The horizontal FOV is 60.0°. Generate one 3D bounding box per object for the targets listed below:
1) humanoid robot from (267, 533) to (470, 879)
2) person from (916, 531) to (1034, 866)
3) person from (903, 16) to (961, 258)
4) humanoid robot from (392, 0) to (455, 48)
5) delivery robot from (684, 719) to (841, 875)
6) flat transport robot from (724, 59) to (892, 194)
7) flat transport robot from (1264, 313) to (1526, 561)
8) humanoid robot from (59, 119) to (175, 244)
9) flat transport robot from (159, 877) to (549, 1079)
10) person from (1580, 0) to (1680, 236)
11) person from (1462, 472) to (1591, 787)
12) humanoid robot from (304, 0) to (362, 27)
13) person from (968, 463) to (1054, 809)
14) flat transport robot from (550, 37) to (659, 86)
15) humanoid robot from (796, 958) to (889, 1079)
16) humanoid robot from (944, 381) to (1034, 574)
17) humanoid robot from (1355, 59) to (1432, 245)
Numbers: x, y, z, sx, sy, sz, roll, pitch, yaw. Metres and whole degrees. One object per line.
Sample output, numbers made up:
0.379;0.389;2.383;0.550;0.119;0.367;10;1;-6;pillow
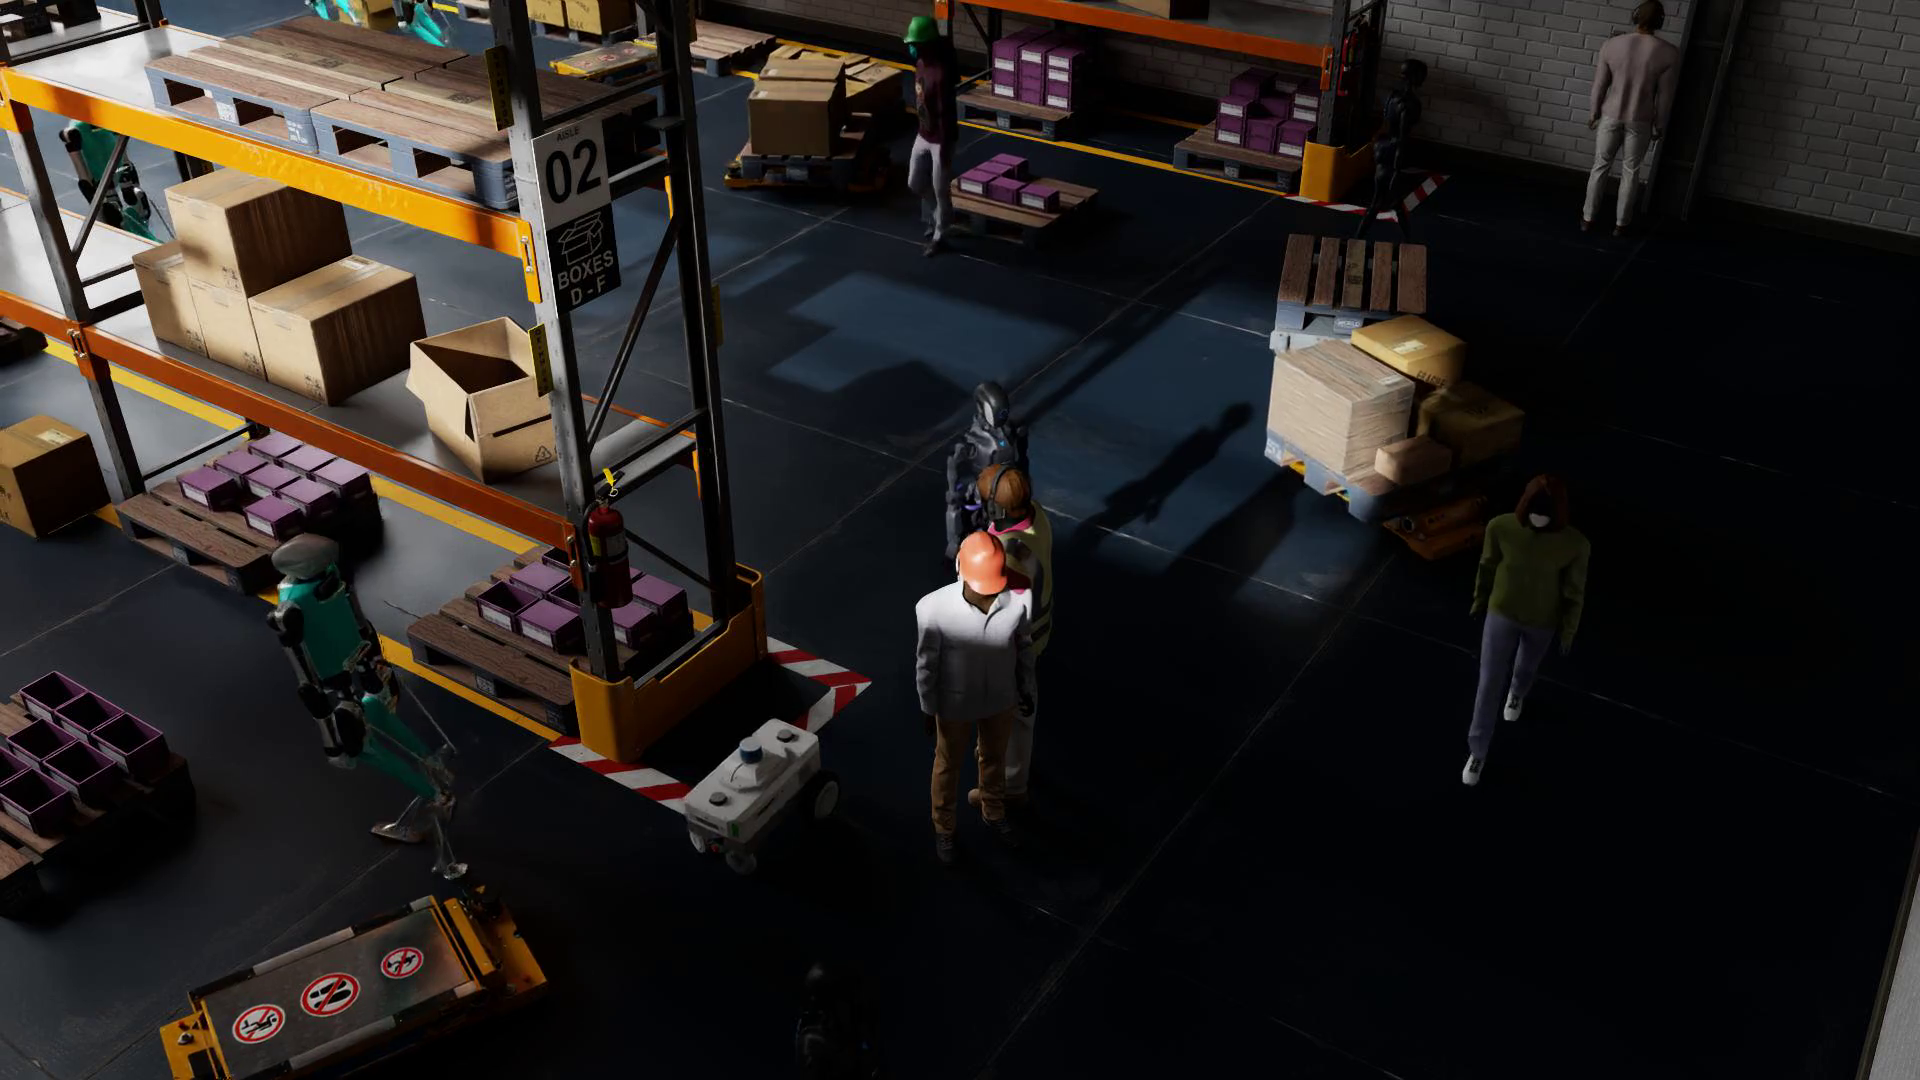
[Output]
-2.453;0.794;7.322;0.797;1.782;0.536;6;33;9;humanoid robot
0.082;0.700;7.443;0.562;1.742;0.336;-12;35;-18;person
-0.189;-3.219;13.306;0.468;1.930;0.541;-24;40;-32;person
-5.340;-5.273;16.649;0.770;1.792;0.531;11;35;16;humanoid robot
-0.955;1.169;7.799;0.505;0.578;0.749;18;37;25;delivery robot
-1.363;-3.369;15.052;1.431;0.231;0.659;3;33;4;flat transport robot
2.702;-0.357;10.423;0.659;0.231;1.431;-18;37;-25;flat transport robot
-5.932;-2.306;12.170;0.806;1.892;0.567;7;34;10;humanoid robot
-2.516;1.923;6.917;1.431;0.231;0.659;-20;38;-27;flat transport robot
5.476;-3.460;13.661;0.626;1.940;0.373;16;36;23;person
2.748;0.358;8.103;0.508;1.591;0.830;14;36;20;person
-6.477;-5.647;17.252;0.530;1.781;1.017;-24;40;-32;humanoid robot
0.210;0.455;7.735;0.431;1.841;0.623;5;33;8;person
-3.658;-5.011;17.574;0.659;0.231;1.431;26;41;34;flat transport robot
-0.459;1.995;5.535;0.437;1.649;0.584;13;35;19;humanoid robot
0.175;-0.108;8.762;0.602;1.642;0.613;-24;40;-32;humanoid robot
3.498;-3.009;13.227;0.723;1.627;0.608;5;33;7;humanoid robot
